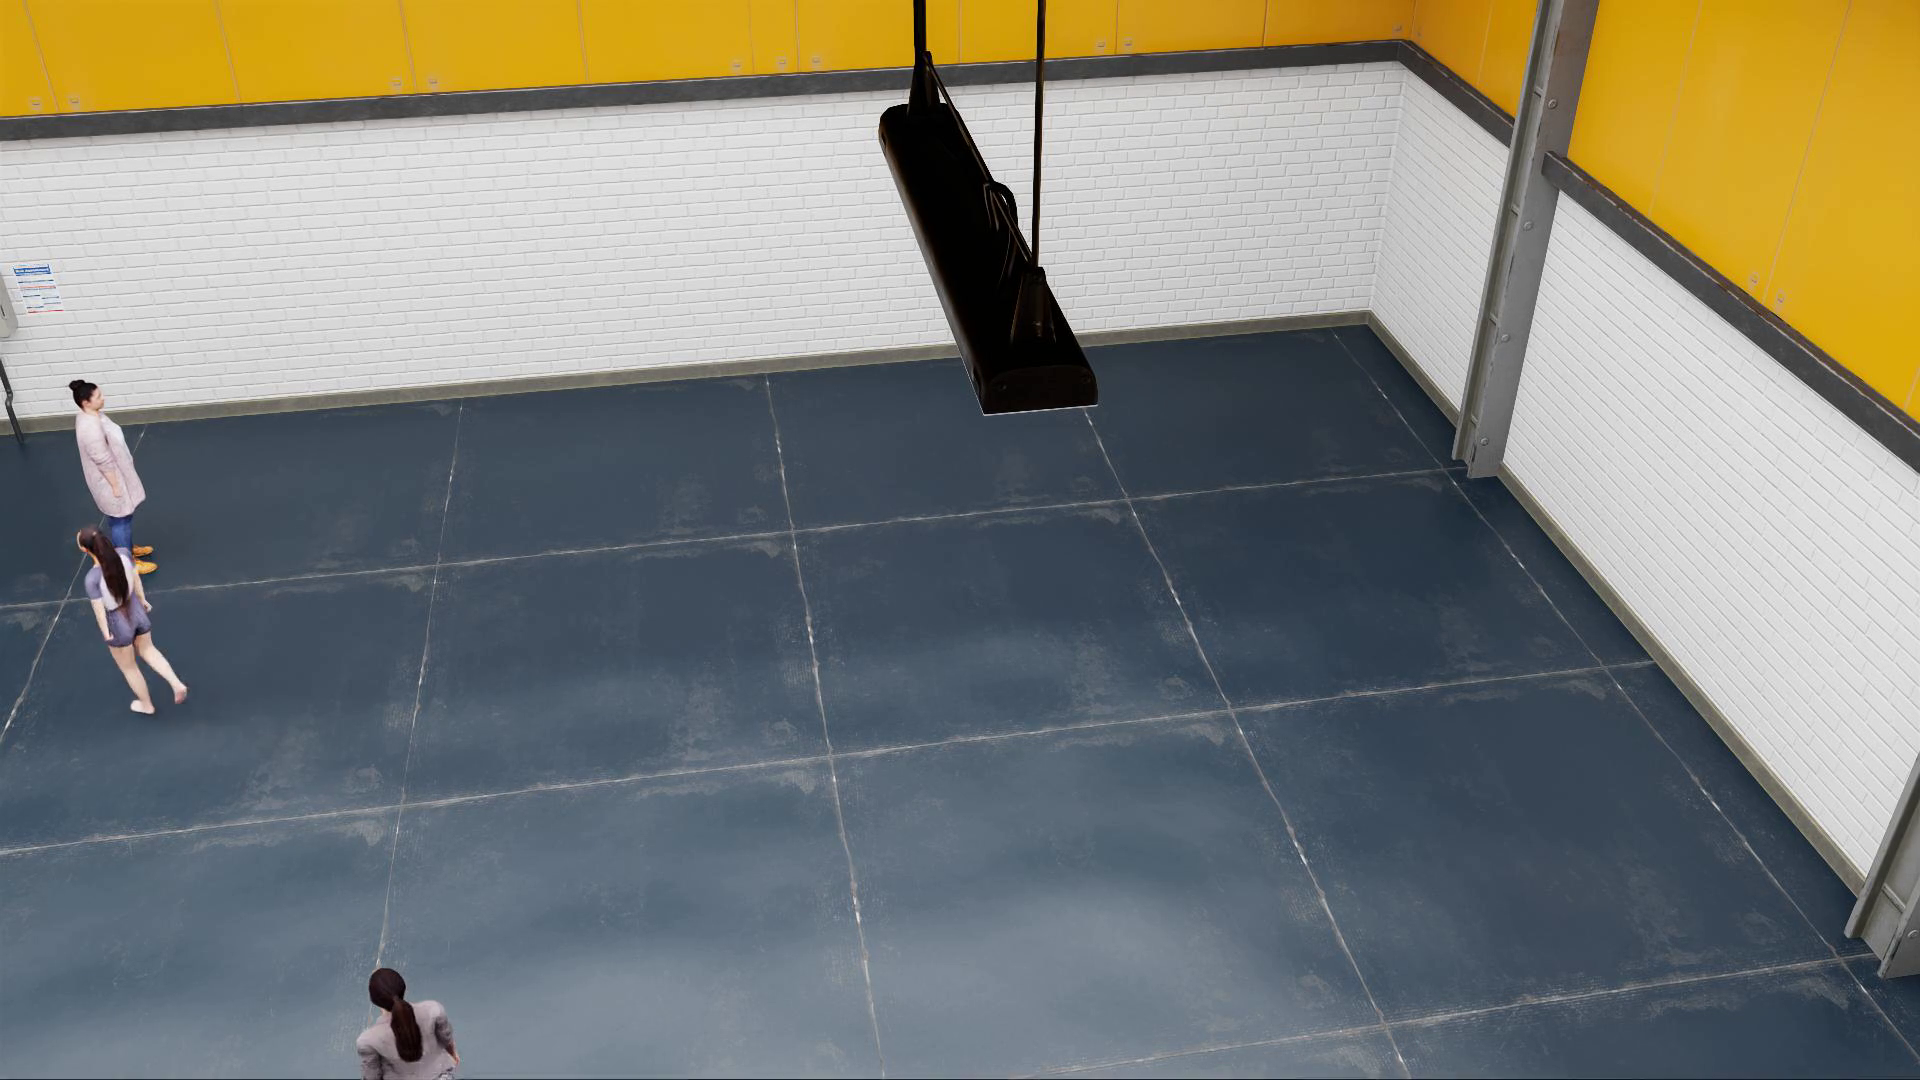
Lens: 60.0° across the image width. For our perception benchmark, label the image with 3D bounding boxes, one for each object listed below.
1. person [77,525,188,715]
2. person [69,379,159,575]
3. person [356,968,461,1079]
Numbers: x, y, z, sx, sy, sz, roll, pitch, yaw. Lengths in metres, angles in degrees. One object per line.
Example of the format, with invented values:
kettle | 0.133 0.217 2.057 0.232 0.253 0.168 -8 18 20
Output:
person | -5.929 0.601 11.947 0.845 1.637 0.799 12 35 17
person | -6.938 -0.533 13.558 0.817 1.743 0.663 -16 37 -22
person | -2.734 2.881 8.499 0.762 1.657 0.861 -16 37 -23
